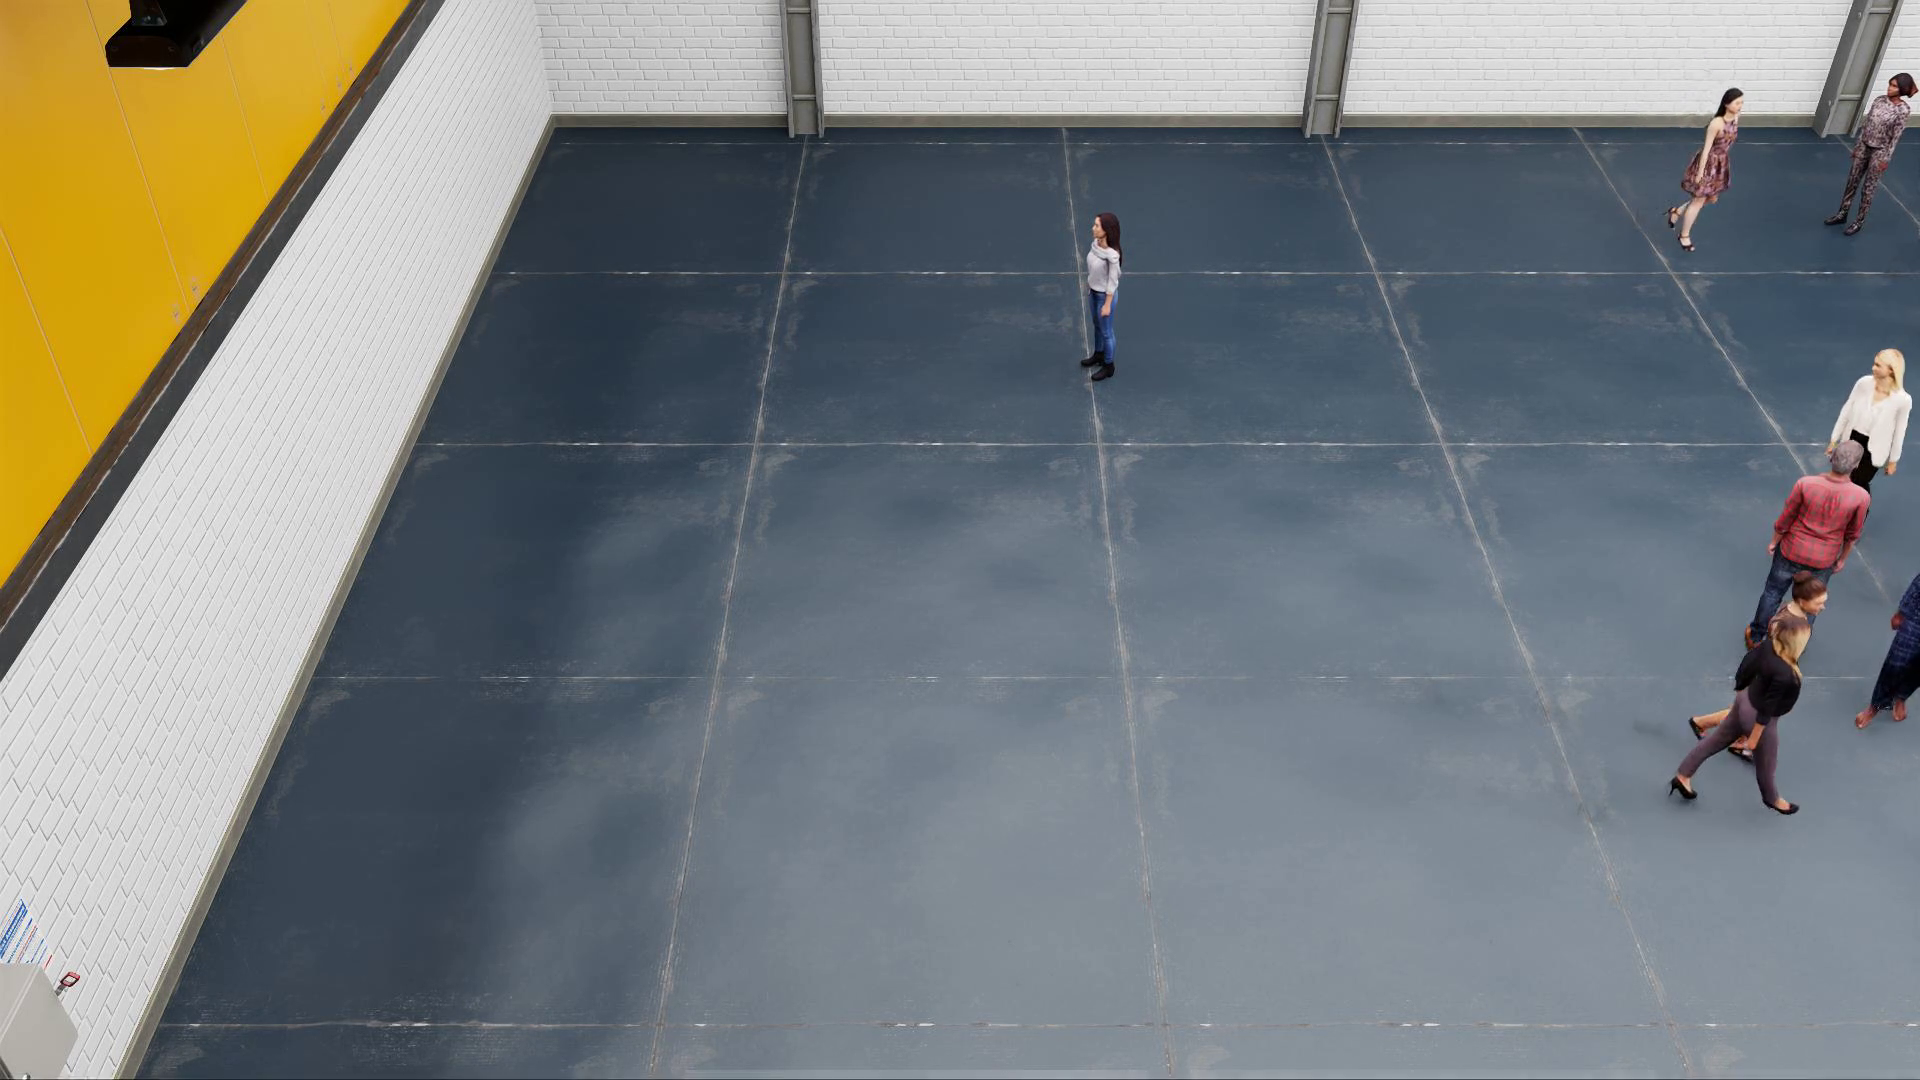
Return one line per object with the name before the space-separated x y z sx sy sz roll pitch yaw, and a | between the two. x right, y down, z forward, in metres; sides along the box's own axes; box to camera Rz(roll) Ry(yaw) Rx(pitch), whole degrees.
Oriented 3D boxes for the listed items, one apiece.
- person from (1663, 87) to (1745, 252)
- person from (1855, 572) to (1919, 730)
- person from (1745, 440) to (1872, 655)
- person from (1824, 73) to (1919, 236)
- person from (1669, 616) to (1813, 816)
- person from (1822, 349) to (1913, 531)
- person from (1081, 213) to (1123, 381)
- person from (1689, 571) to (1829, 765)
person | 7.472 -3.749 16.749 0.872 1.762 0.921 -24 45 -27
person | 6.703 0.521 11.381 0.875 1.788 0.921 17 42 21
person | 6.077 0.072 11.911 0.670 1.829 0.827 17 42 20
person | 9.386 -3.970 17.065 0.671 1.713 0.653 -14 41 -17
person | 5.024 1.149 10.725 1.072 1.625 0.717 6 39 7
person | 7.015 -0.673 12.869 1.301 1.797 1.091 -22 44 -26
person | 1.293 -2.202 14.915 0.612 1.632 0.660 -11 40 -13
person | 5.300 0.833 11.090 0.877 1.664 0.810 27 46 30
